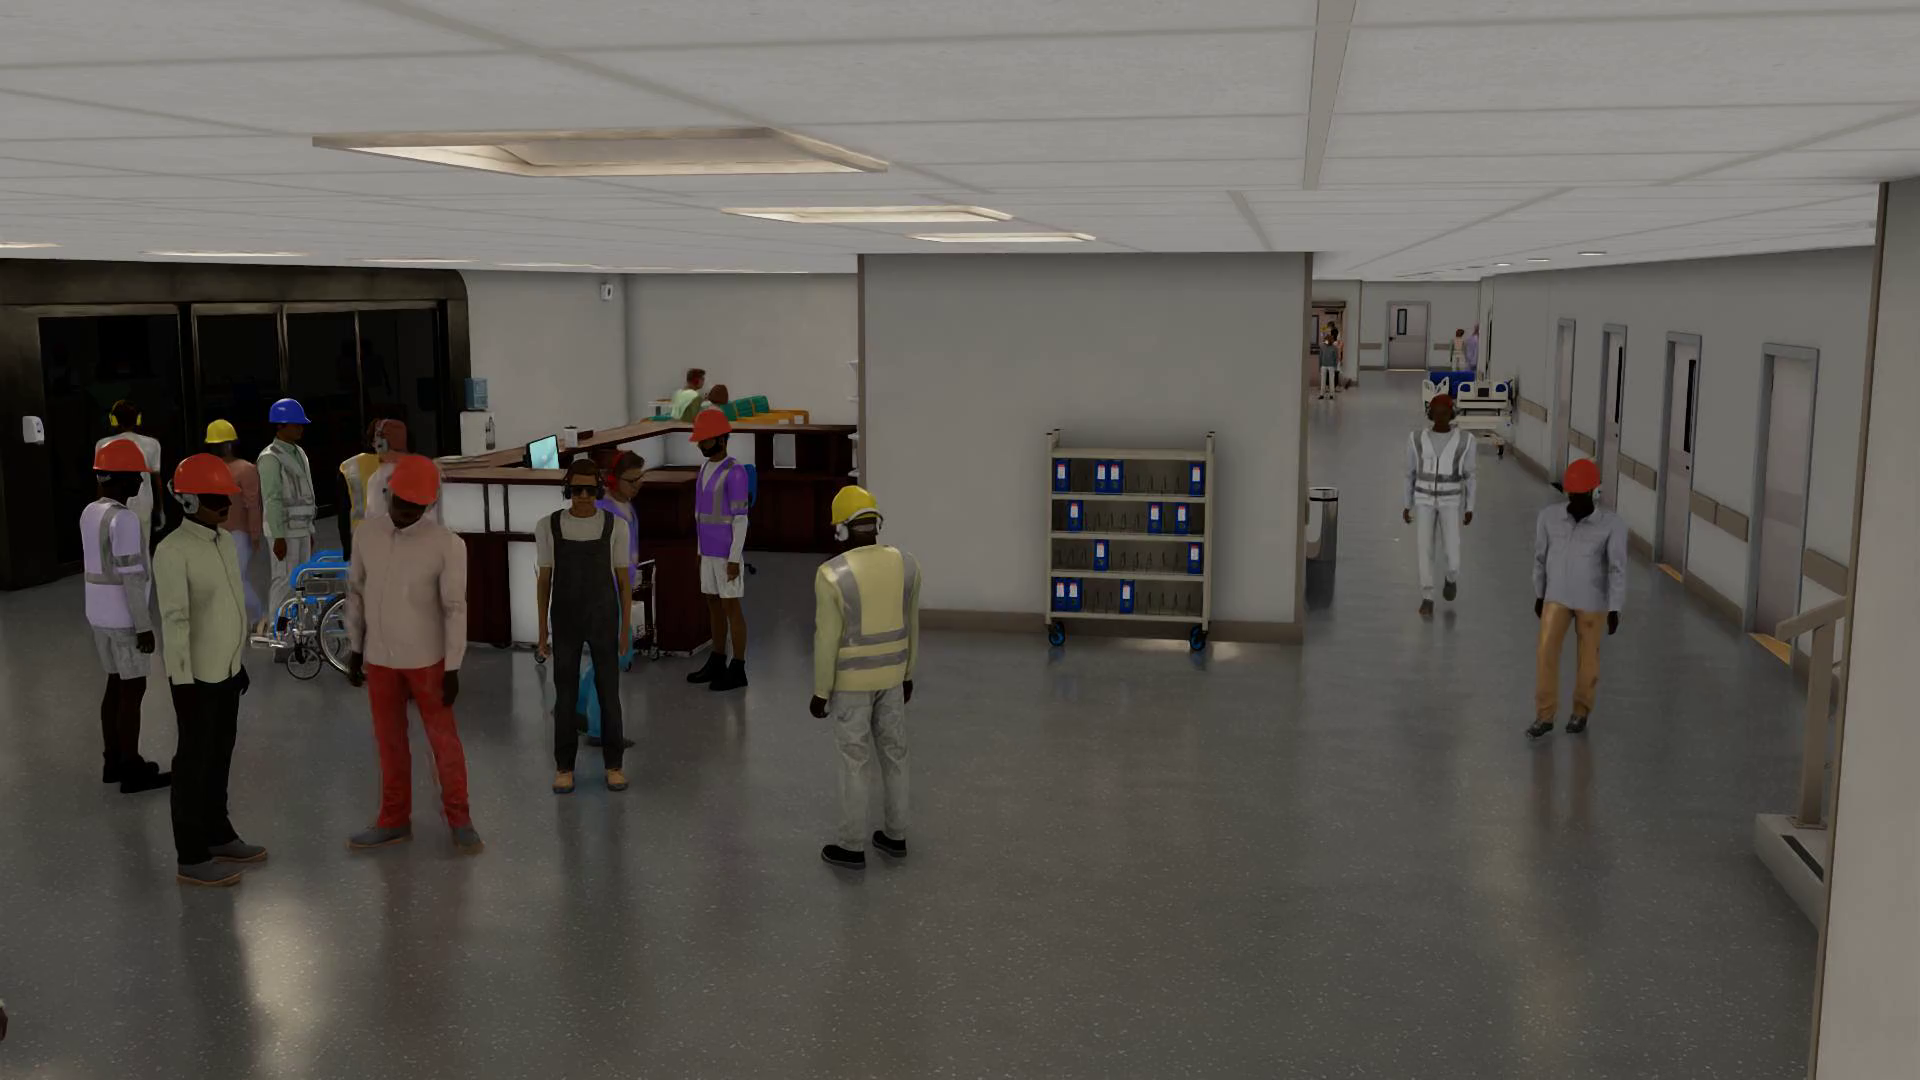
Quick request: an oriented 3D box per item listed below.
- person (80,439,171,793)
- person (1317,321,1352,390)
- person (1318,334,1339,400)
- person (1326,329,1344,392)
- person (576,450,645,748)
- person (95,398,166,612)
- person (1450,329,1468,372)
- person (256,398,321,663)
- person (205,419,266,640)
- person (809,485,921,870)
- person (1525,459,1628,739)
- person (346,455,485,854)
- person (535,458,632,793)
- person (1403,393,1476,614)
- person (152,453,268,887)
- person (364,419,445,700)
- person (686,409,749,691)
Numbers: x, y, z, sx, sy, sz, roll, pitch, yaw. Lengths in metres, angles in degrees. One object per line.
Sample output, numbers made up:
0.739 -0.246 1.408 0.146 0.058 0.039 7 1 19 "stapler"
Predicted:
-4.578 0.411 9.140 0.550 1.928 0.389 8 12 42 "person"
10.217 -5.011 45.214 0.824 1.905 0.638 0 9 -2 "person"
9.158 -4.303 41.384 0.498 1.633 0.282 5 10 31 "person"
9.958 -4.775 44.305 0.533 1.697 0.318 -1 9 -5 "person"
-2.123 0.360 9.875 0.613 1.805 0.626 0 9 0 "person"
-6.892 -0.257 13.847 0.534 1.847 0.797 -6 11 -36 "person"
13.986 -5.094 46.620 0.515 1.636 0.314 6 10 33 "person"
-4.926 -0.070 12.246 0.390 1.946 0.614 0 9 -2 "person"
-5.625 -0.051 12.775 0.558 1.758 0.347 3 9 21 "person"
-0.462 0.648 7.905 0.586 1.822 0.403 -7 11 -38 "person"
3.717 0.367 10.087 0.582 1.714 0.755 6 11 36 "person"
-2.676 0.567 8.031 0.722 1.954 0.388 2 9 14 "person"
-2.041 0.468 9.053 0.507 1.838 0.342 -1 9 -9 "person"
4.082 -0.317 14.162 0.587 1.873 0.541 4 9 24 "person"
-3.475 0.589 7.724 0.397 1.992 0.621 0 9 0 "person"
-3.750 0.135 11.080 0.606 1.879 0.667 2 9 14 "person"
-1.667 0.066 11.404 0.370 1.932 0.543 -6 11 -37 "person"
